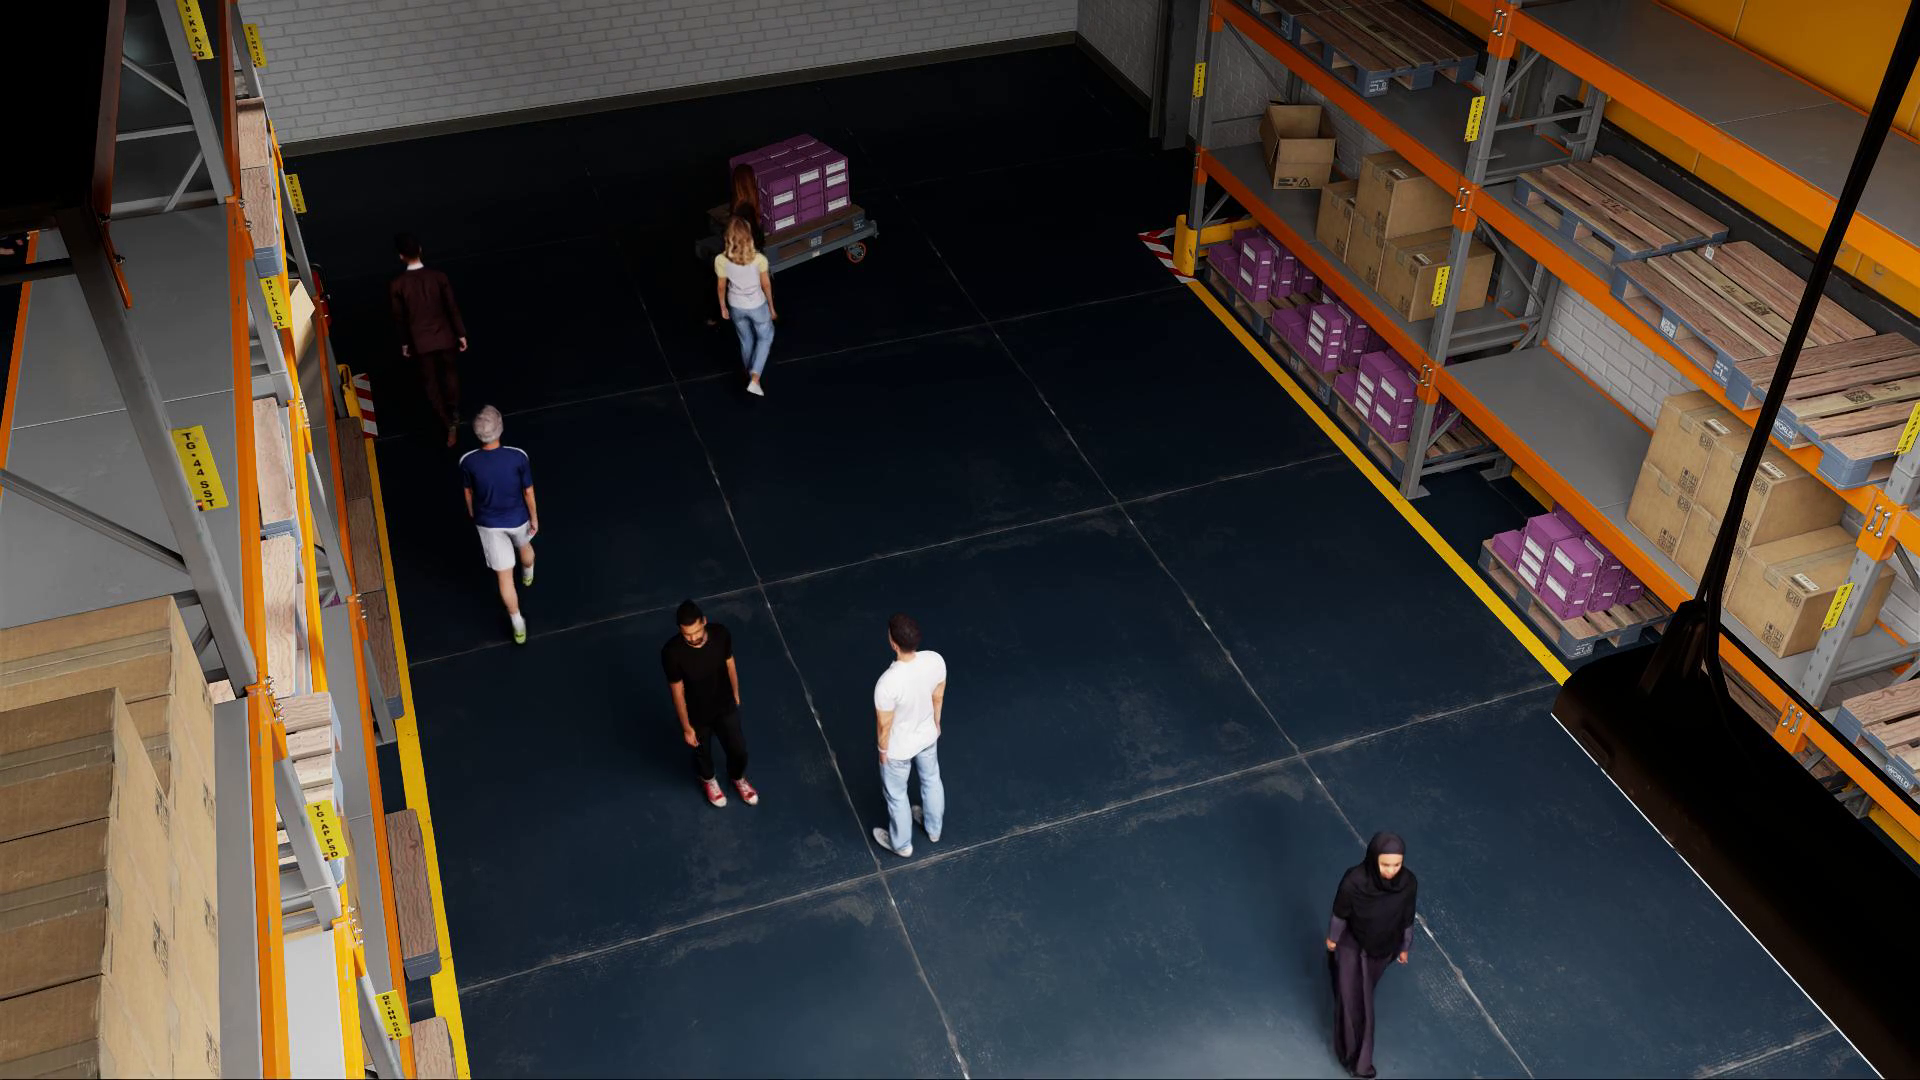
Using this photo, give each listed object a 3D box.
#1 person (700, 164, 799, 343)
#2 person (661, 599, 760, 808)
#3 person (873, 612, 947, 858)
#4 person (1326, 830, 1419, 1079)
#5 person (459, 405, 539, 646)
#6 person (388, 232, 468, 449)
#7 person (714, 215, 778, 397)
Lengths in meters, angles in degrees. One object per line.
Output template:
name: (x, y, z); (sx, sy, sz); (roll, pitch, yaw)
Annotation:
person: (-2.000, -2.545, 15.001); (0.803, 1.680, 1.113); (-6, 39, -8)
person: (-1.653, 1.007, 10.509); (0.703, 1.734, 0.727); (-22, 44, -25)
person: (-0.308, 1.197, 10.170); (0.739, 1.860, 0.683); (-27, 46, -30)
person: (2.244, 2.141, 9.199); (0.784, 1.598, 1.142); (-4, 39, -5)
person: (-3.245, -0.084, 11.831); (0.616, 1.789, 1.145); (-13, 40, -15)
person: (-4.354, -1.621, 13.719); (0.756, 1.836, 1.089); (-15, 41, -18)
person: (-1.810, -1.957, 14.239); (0.860, 1.711, 0.993); (2, 39, 2)
